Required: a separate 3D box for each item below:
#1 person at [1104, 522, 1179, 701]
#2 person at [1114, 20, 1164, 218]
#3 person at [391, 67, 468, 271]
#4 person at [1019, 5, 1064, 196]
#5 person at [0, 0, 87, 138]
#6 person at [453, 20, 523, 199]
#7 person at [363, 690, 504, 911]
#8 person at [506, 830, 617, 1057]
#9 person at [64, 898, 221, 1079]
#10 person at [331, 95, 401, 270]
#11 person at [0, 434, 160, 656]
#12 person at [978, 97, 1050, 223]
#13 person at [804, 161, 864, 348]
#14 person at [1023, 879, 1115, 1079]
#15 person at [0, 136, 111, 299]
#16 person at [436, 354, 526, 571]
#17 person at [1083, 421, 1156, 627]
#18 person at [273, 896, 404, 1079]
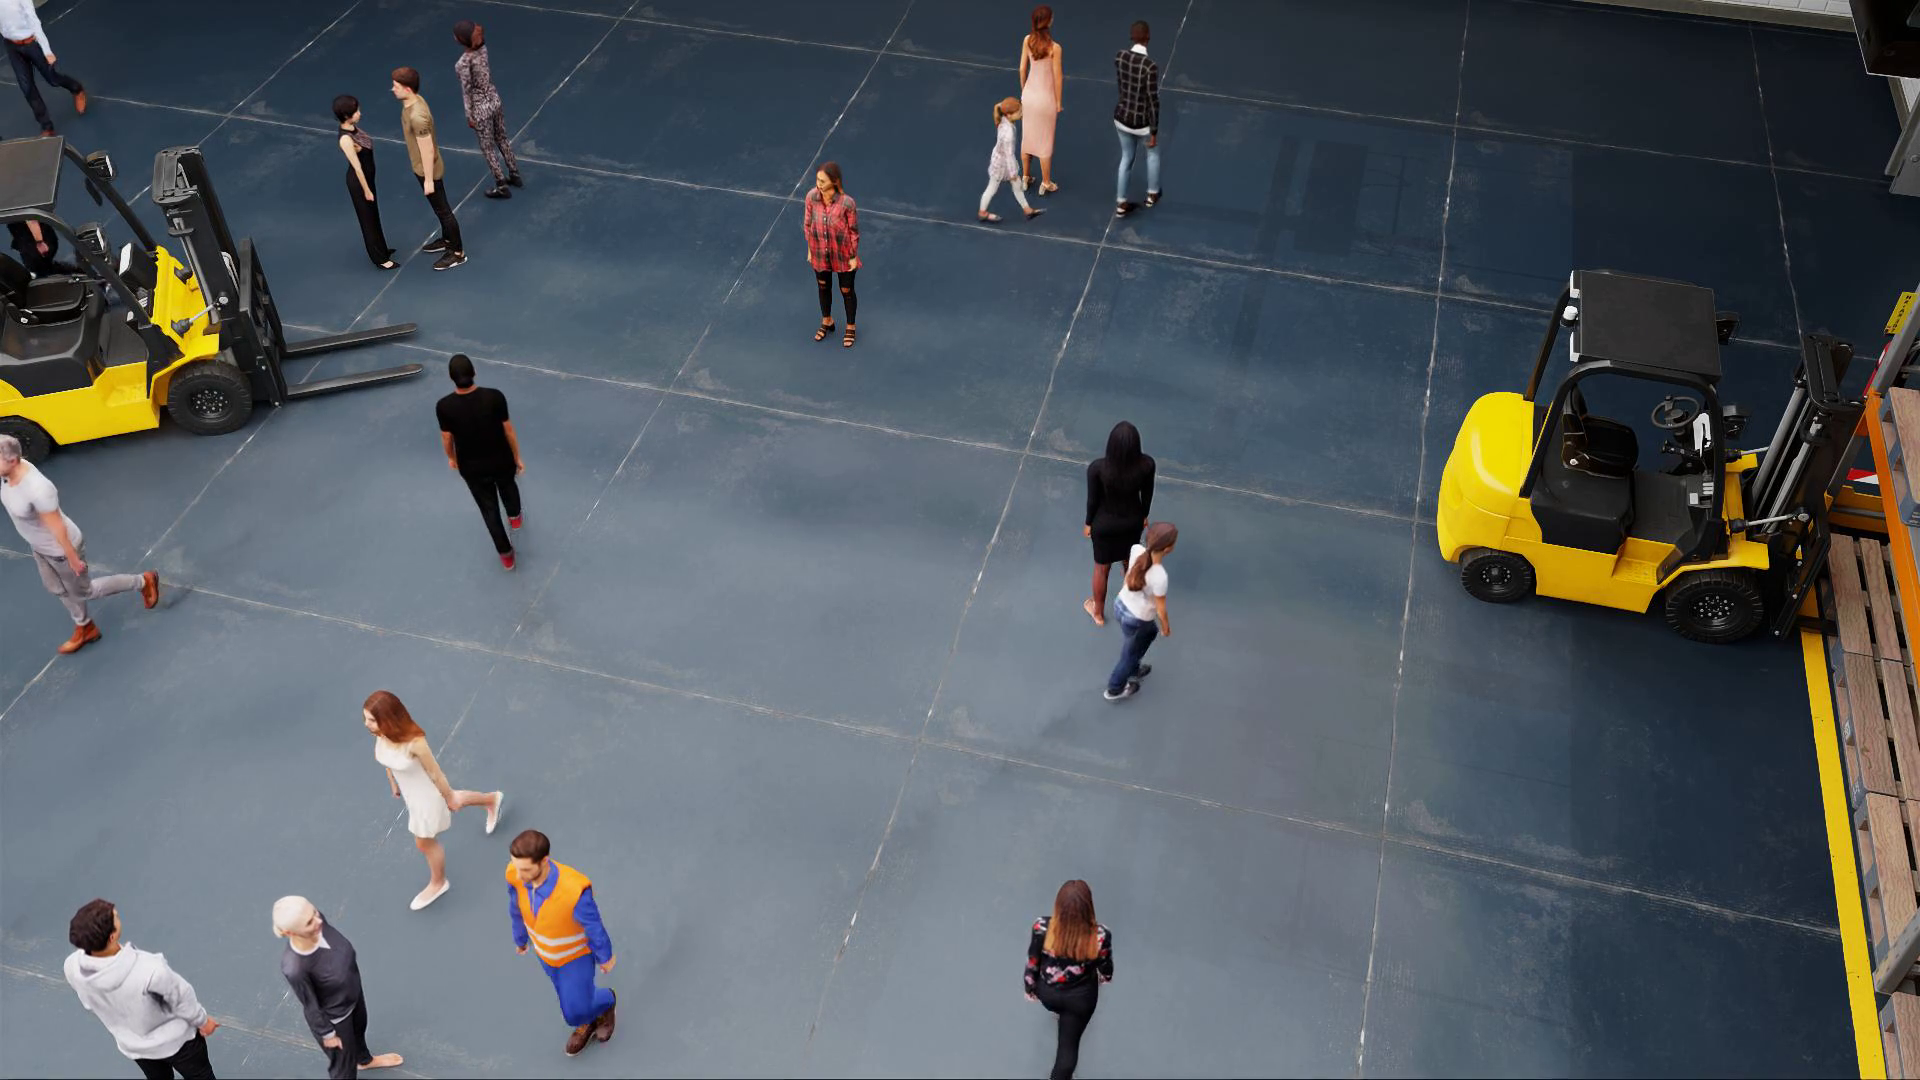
[{"bbox_3d":[1.081,0.498,10.650,0.762,1.538,0.700,-19,47,-19],"label":"person"},{"bbox_3d":[1.503,-3.710,14.889,0.870,1.784,0.956,32,52,29],"label":"person"},{"bbox_3d":[-4.583,-3.220,14.325,0.805,1.852,0.729,-19,47,-18],"label":"person"},{"bbox_3d":[0.719,-4.003,15.162,0.647,1.831,0.635,27,50,25],"label":"person"},{"bbox_3d":[-8.915,-4.751,15.995,0.772,1.765,1.171,4,44,5],"label":"person"},{"bbox_3d":[-4.331,-3.939,15.181,0.642,1.712,0.515,15,46,15],"label":"person"},{"bbox_3d":[-3.033,1.378,9.625,0.822,1.678,1.139,25,49,24],"label":"person"},{"bbox_3d":[-2.038,2.068,8.774,0.755,1.853,0.734,16,46,17],"label":"person"},{"bbox_3d":[-4.040,2.444,8.324,0.728,1.929,0.650,1,44,1],"label":"person"},{"bbox_3d":[-5.175,-3.094,14.370,0.718,1.607,0.623,-14,45,-14],"label":"person"},{"bbox_3d":[-5.900,-0.032,11.009,0.963,1.809,1.137,31,52,29],"label":"person"},{"bbox_3d":[0.320,-3.385,14.918,0.677,1.272,0.842,3,44,3],"label":"person"},{"bbox_3d":[-1.022,-2.328,13.499,0.628,1.699,0.568,14,45,14],"label":"person"},{"bbox_3d":[0.538,2.378,8.598,0.627,1.646,0.995,8,44,8],"label":"person"},{"bbox_3d":[-7.535,-2.552,13.628,1.157,1.847,1.035,-30,51,-27],"label":"person"},{"bbox_3d":[-3.277,-0.492,11.545,0.941,1.738,1.052,-13,45,-14],"label":"person"},{"bbox_3d":[1.053,-0.119,11.165,0.678,1.720,0.652,-8,44,-8],"label":"person"},{"bbox_3d":[-3.231,2.361,8.559,0.717,1.726,0.556,-1,44,-1],"label":"person"}]
